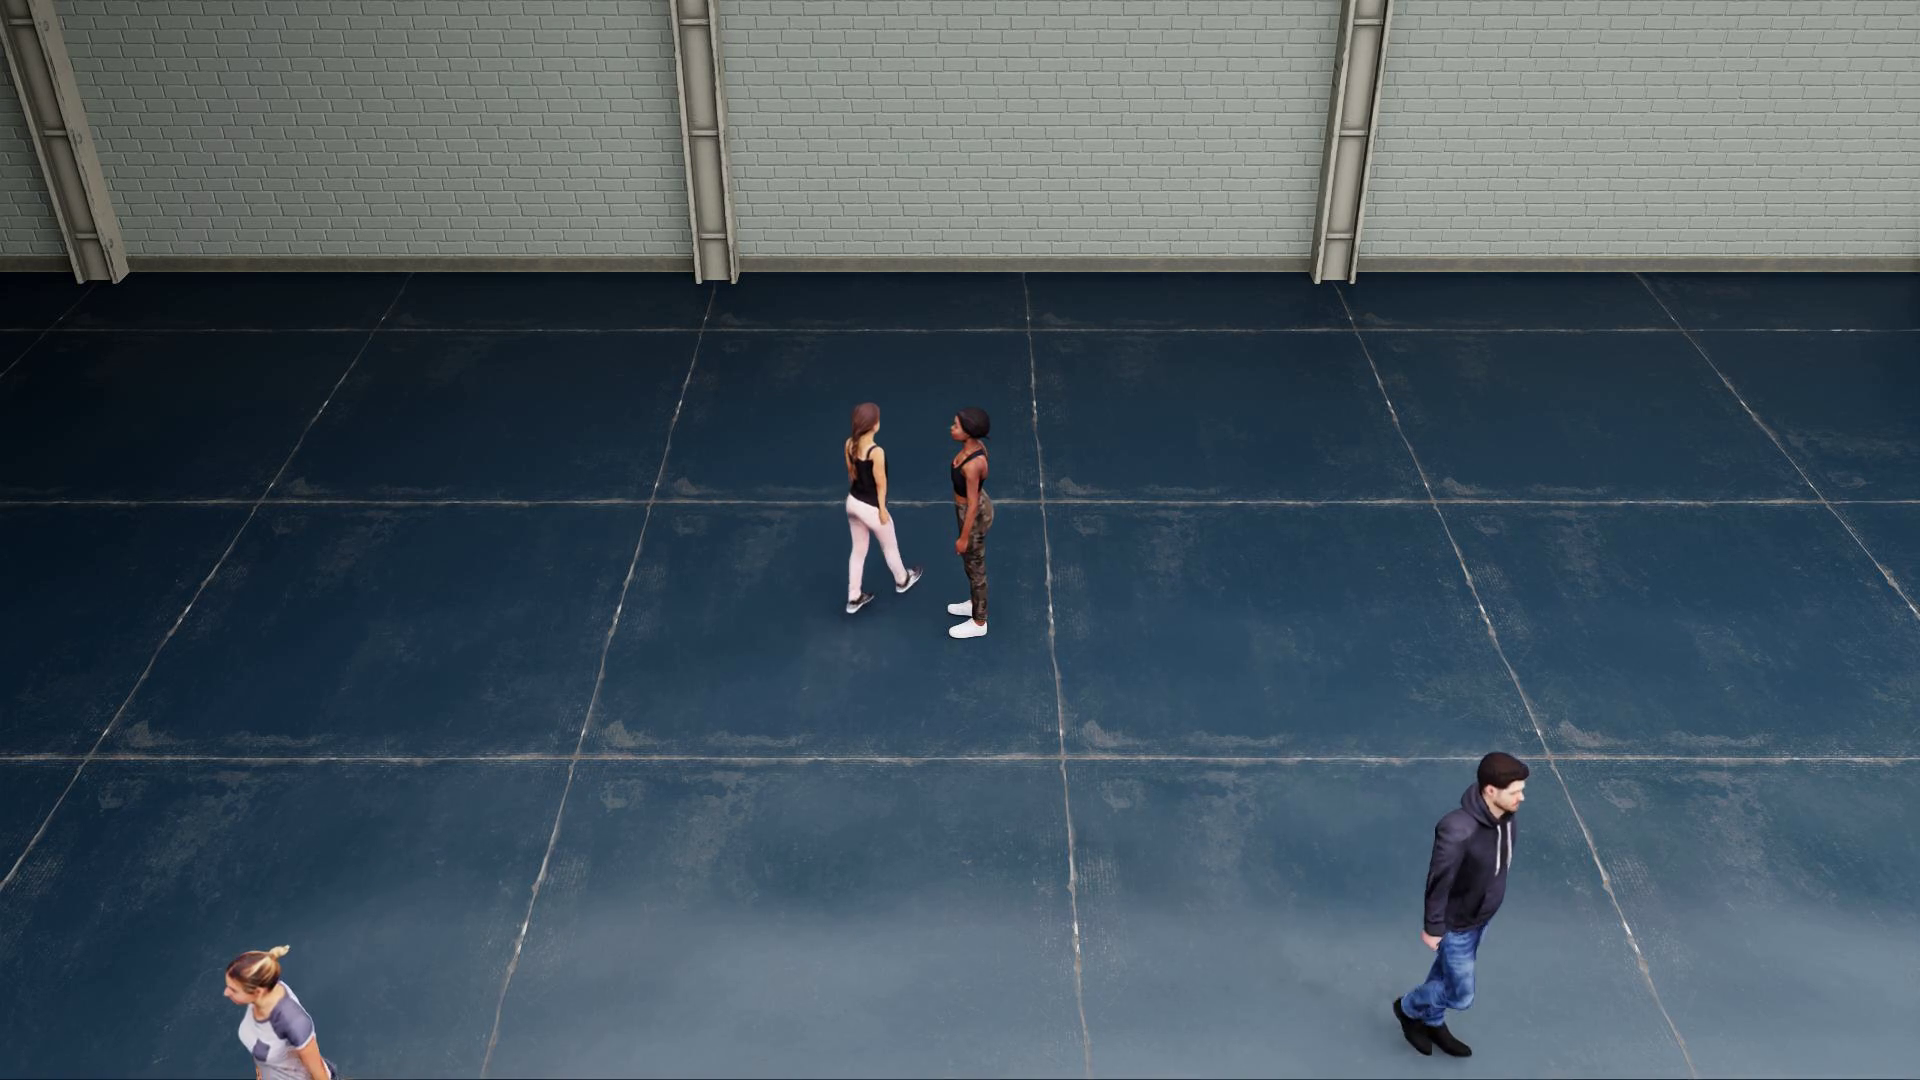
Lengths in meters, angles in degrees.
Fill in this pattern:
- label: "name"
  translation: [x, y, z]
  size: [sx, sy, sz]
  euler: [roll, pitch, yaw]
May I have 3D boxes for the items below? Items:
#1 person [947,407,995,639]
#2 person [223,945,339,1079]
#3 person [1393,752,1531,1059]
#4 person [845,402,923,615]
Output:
- label: "person"
  translation: [0.079, -0.128, 10.926]
  size: [0.517, 1.700, 0.564]
  euler: [0, 33, 1]
- label: "person"
  translation: [-2.806, 2.343, 7.246]
  size: [1.100, 1.570, 1.003]
  euler: [-25, 41, -33]
- label: "person"
  translation: [2.311, 1.709, 7.932]
  size: [0.815, 1.884, 0.875]
  euler: [-28, 42, -36]
- label: "person"
  translation: [-0.654, -0.186, 11.165]
  size: [0.899, 1.536, 0.916]
  euler: [24, 40, 32]
